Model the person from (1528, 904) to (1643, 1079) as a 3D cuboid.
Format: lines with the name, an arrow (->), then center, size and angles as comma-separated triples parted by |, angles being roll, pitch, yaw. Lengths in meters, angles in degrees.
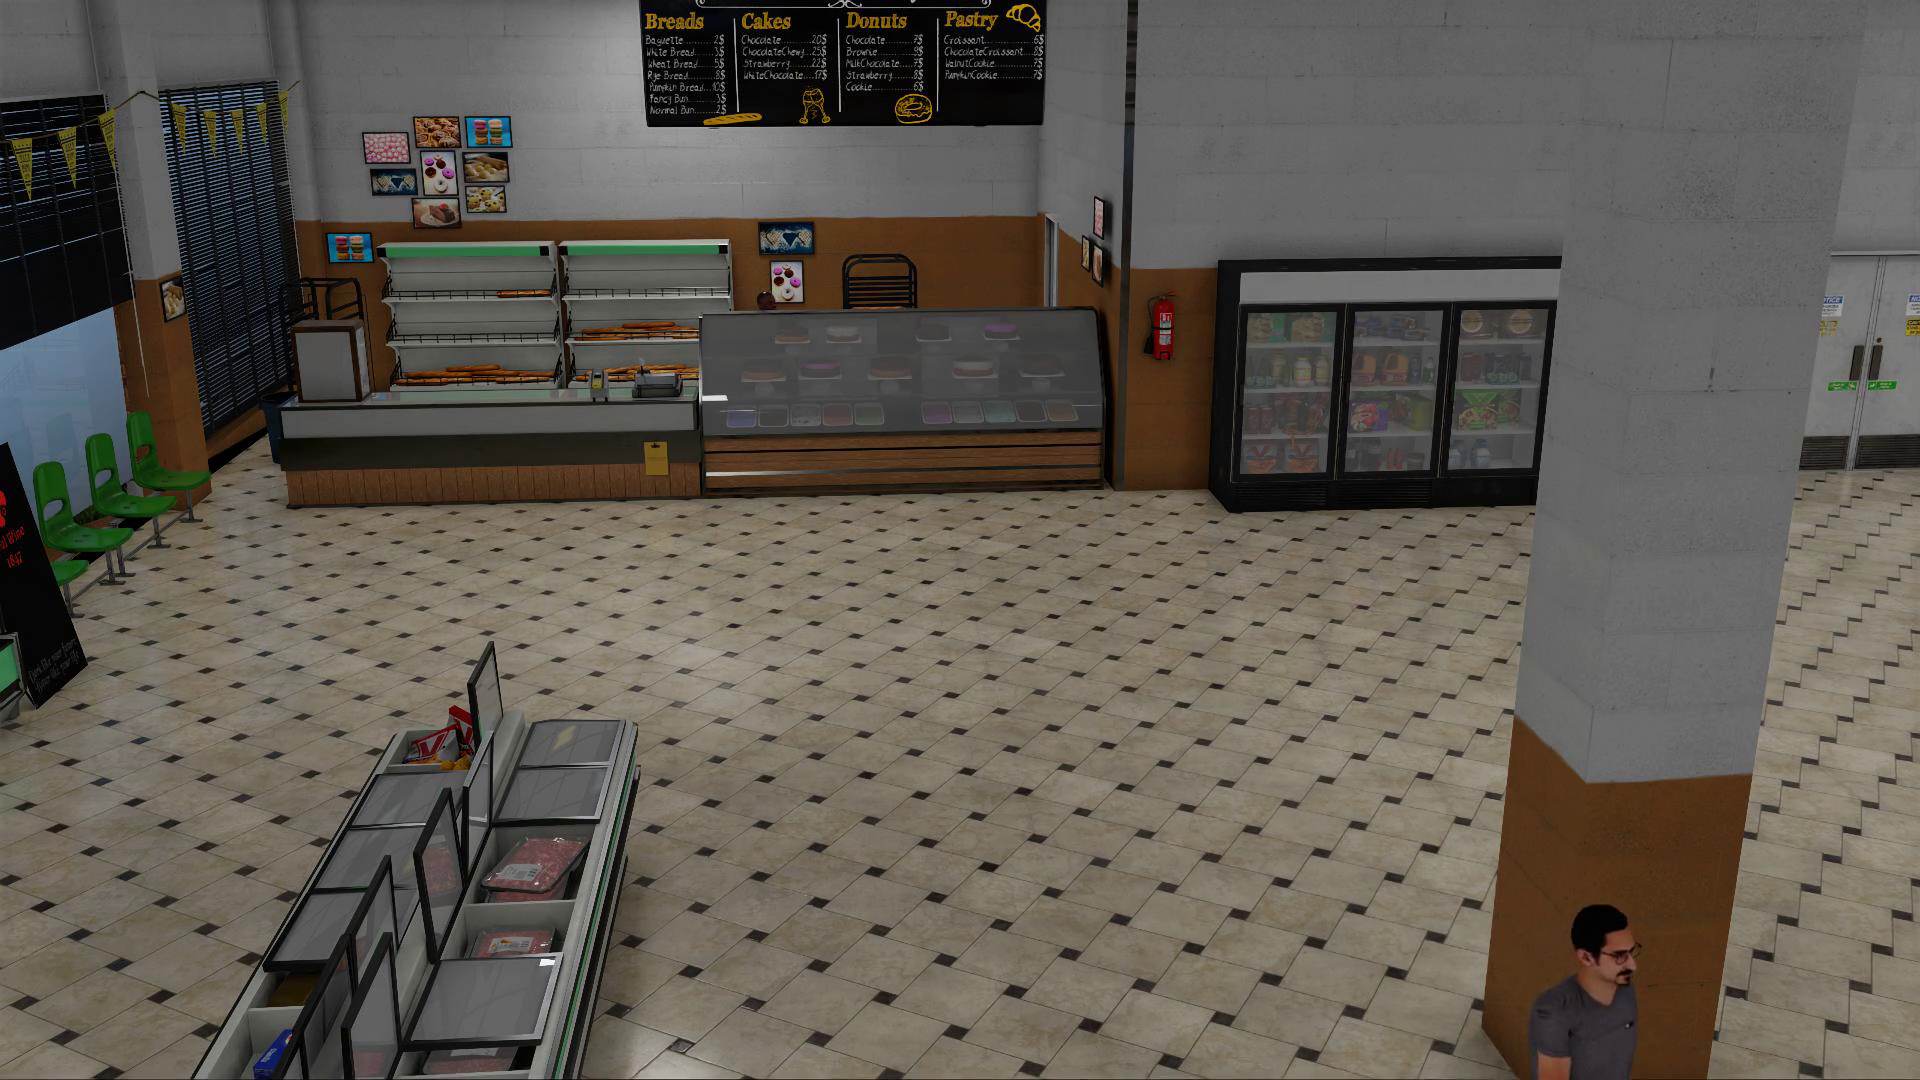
person -> 1.966, 1.997, 5.591 | 0.994, 1.704, 1.247 | -11, 20, -31
